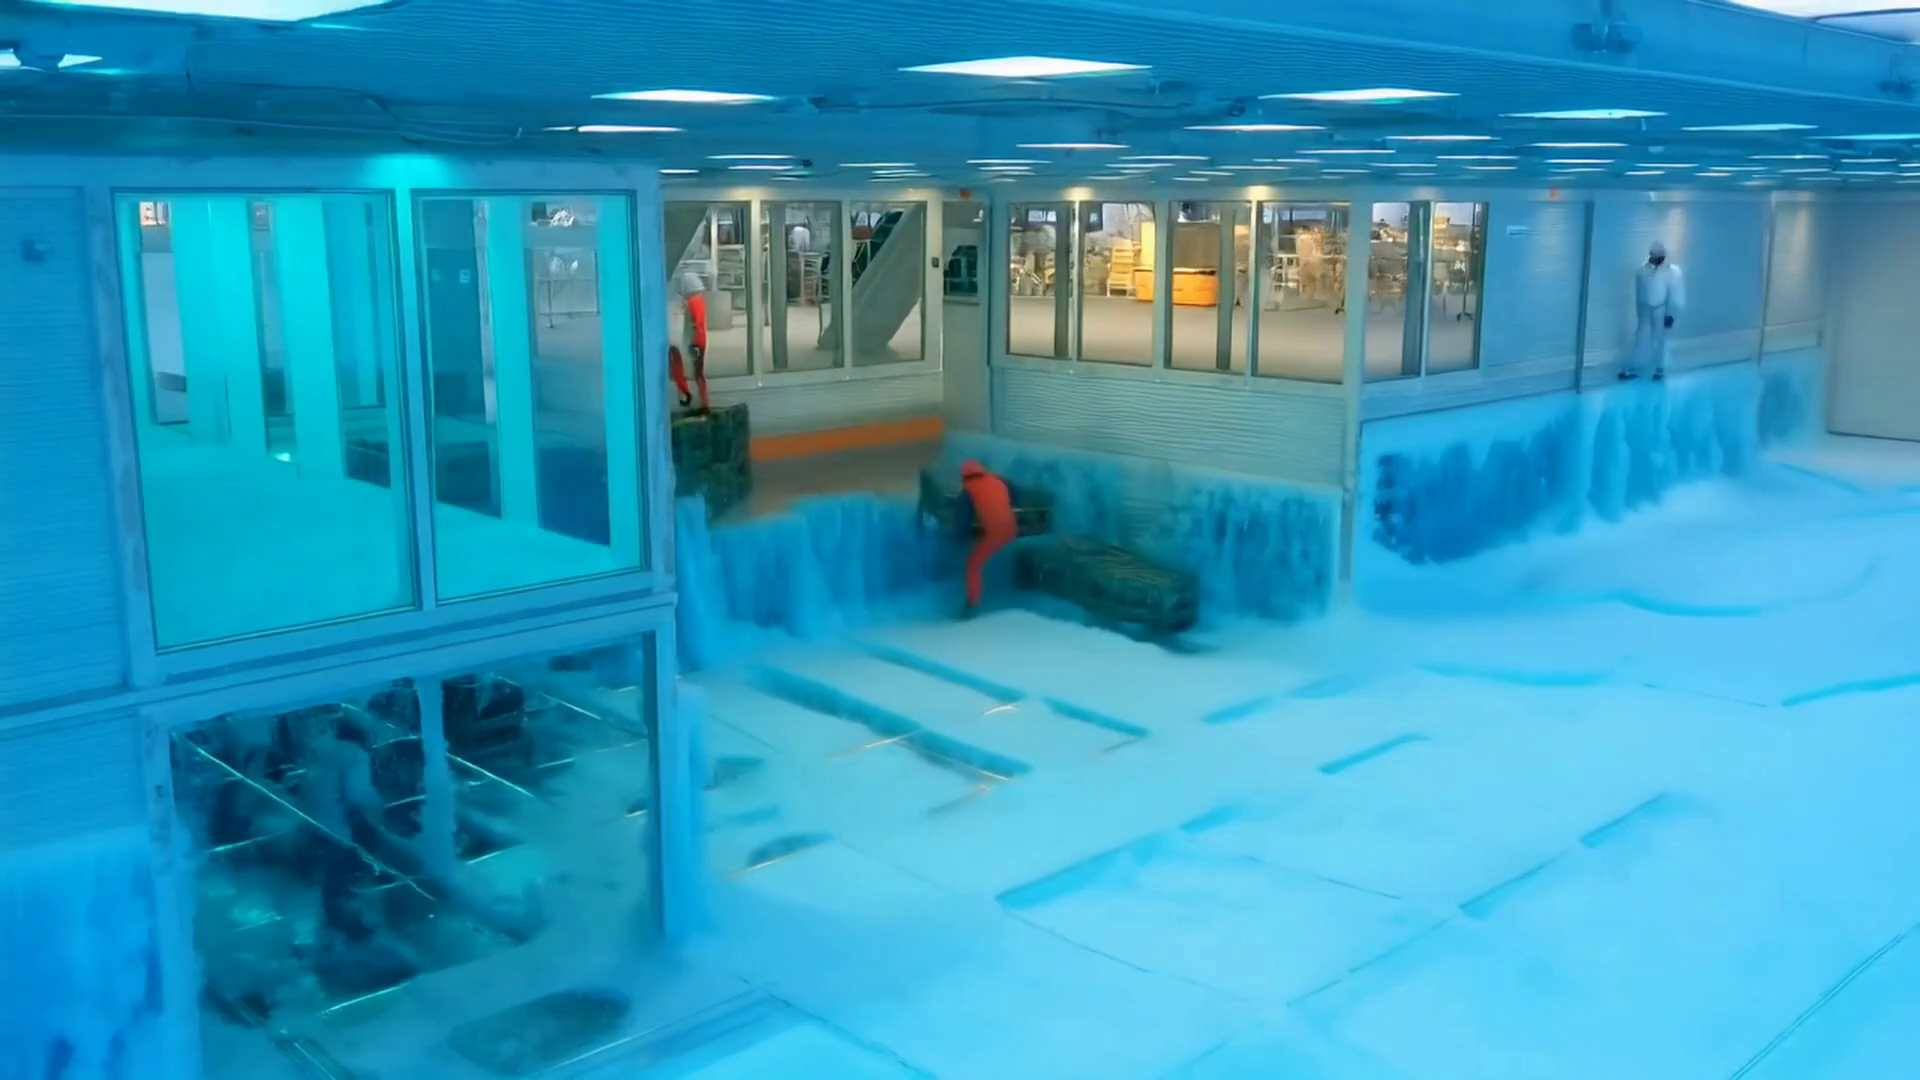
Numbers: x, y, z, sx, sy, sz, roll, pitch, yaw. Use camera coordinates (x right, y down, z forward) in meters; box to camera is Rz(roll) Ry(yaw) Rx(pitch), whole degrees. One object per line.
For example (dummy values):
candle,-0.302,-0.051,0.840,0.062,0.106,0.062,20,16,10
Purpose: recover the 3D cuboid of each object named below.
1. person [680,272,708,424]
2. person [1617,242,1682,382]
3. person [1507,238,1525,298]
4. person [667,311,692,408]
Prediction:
person,-2.881,-2.082,18.079,0.281,1.633,0.499,-1,11,-6
person,9.238,-3.031,22.253,0.926,1.870,0.647,-10,15,-42
person,12.609,-6.225,38.003,0.664,1.962,0.823,-6,13,-27
person,-2.430,-1.204,13.214,0.541,1.818,0.960,-5,12,-22
